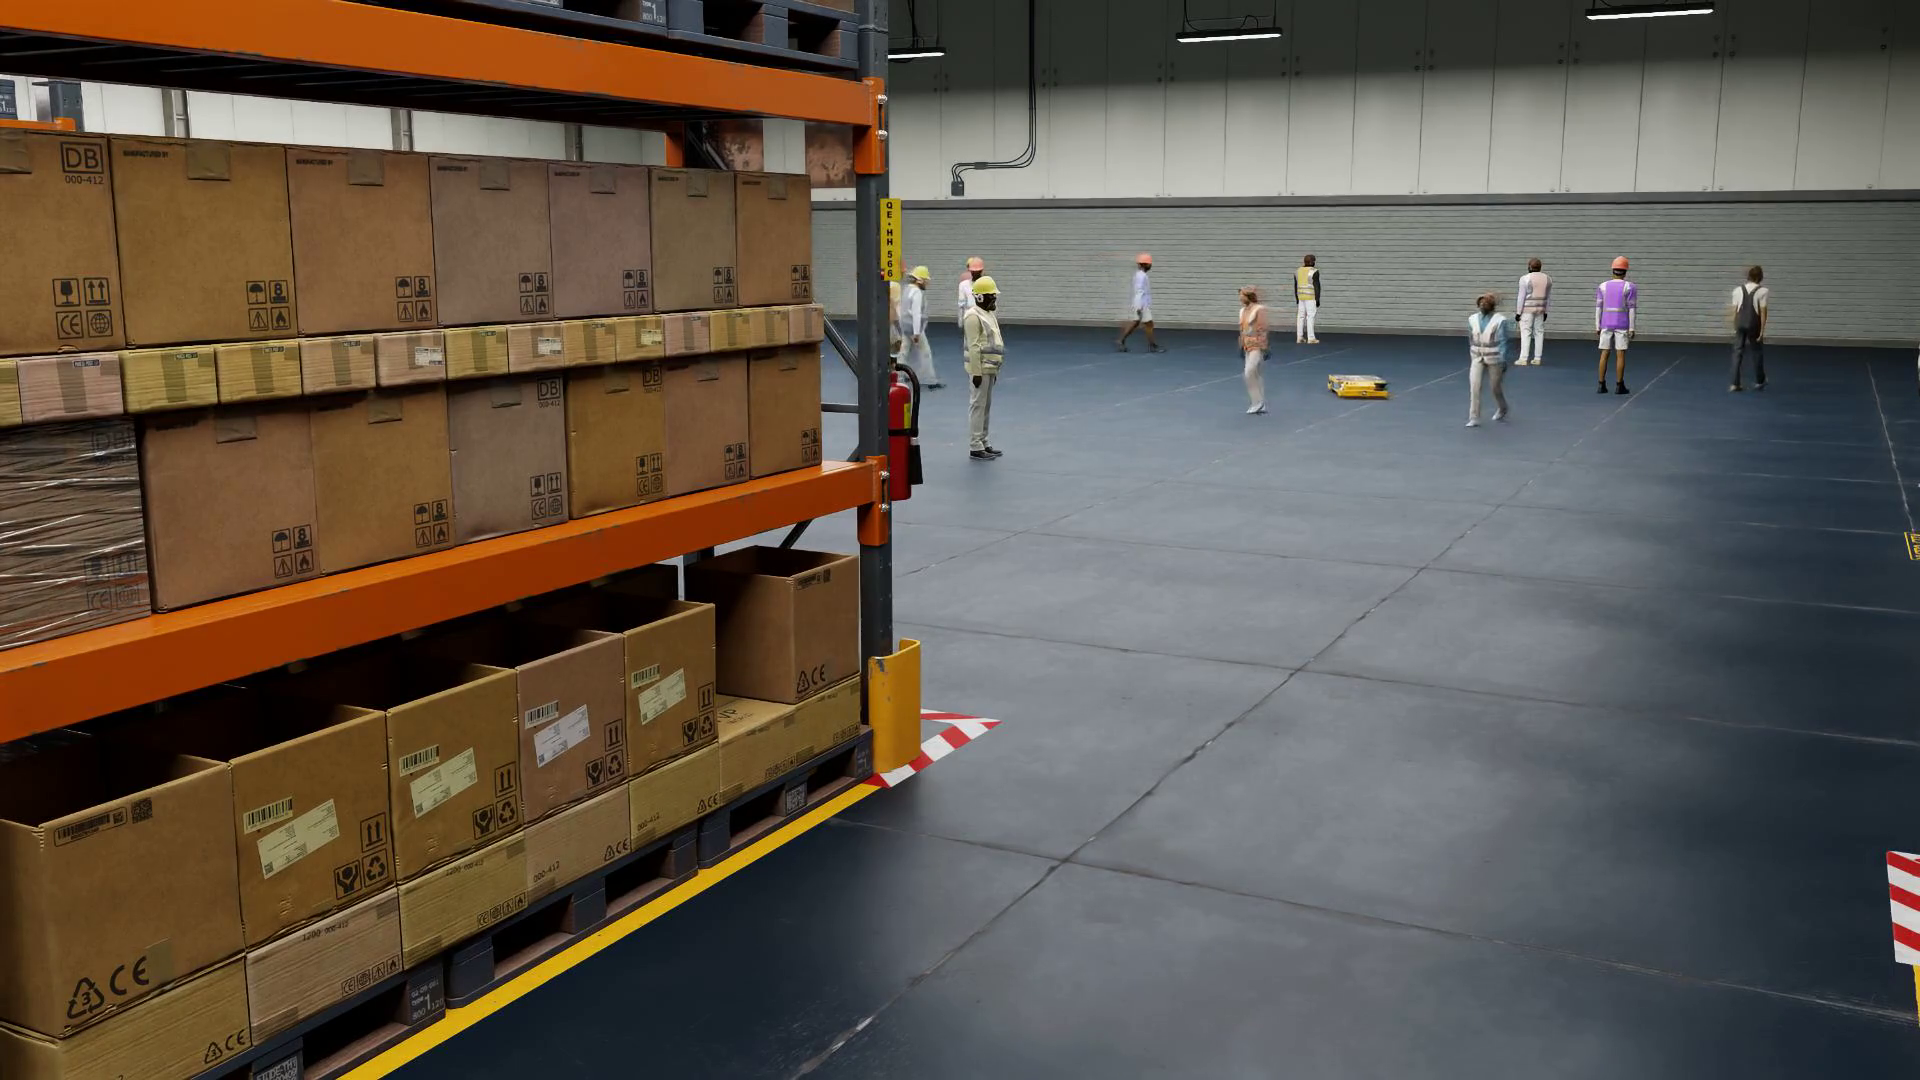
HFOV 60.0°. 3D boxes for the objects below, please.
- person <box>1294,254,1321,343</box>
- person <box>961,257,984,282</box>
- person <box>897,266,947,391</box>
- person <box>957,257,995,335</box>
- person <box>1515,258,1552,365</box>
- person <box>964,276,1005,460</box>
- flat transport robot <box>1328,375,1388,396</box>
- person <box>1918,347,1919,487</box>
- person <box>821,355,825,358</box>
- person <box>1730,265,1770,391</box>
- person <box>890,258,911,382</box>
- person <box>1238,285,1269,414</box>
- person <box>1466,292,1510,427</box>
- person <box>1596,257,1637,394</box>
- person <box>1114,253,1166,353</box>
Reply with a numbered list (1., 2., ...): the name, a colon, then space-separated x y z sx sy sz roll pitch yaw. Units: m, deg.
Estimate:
1. person: 7.250 -5.009 34.599 0.429 1.842 0.633 -8 13 -38
2. person: 0.265 -5.418 37.067 0.537 1.748 0.608 3 11 15
3. person: -0.571 -3.032 23.954 0.843 1.781 0.620 -4 11 -22
4. person: 0.242 -3.268 24.897 0.553 1.916 0.438 2 11 9
5. person: 9.901 -3.946 28.801 0.634 1.842 0.429 -3 11 -16
6. person: 0.246 -1.724 16.715 0.404 1.832 0.596 3 11 16
7. flat transport robot: 5.619 -2.193 23.528 0.652 0.197 1.431 1 10 5
8. person: 8.737 -1.415 14.577 0.612 1.997 0.373 7 13 34
9. person: -2.999 -4.215 30.209 0.989 1.875 0.592 -1 10 -7
10. person: 11.464 -3.057 24.075 0.514 1.801 0.937 10 14 44
11. person: -0.956 -3.283 25.025 0.829 1.899 0.593 -4 11 -21
12. person: 3.679 -2.382 20.881 0.471 1.609 0.531 -3 11 -18
13. person: 6.294 -2.141 19.674 0.523 1.593 0.806 9 14 41
14. person: 9.304 -3.035 23.577 0.553 1.934 0.367 8 13 39
15. person: 3.436 -4.527 31.834 0.955 1.908 0.550 1 10 6
